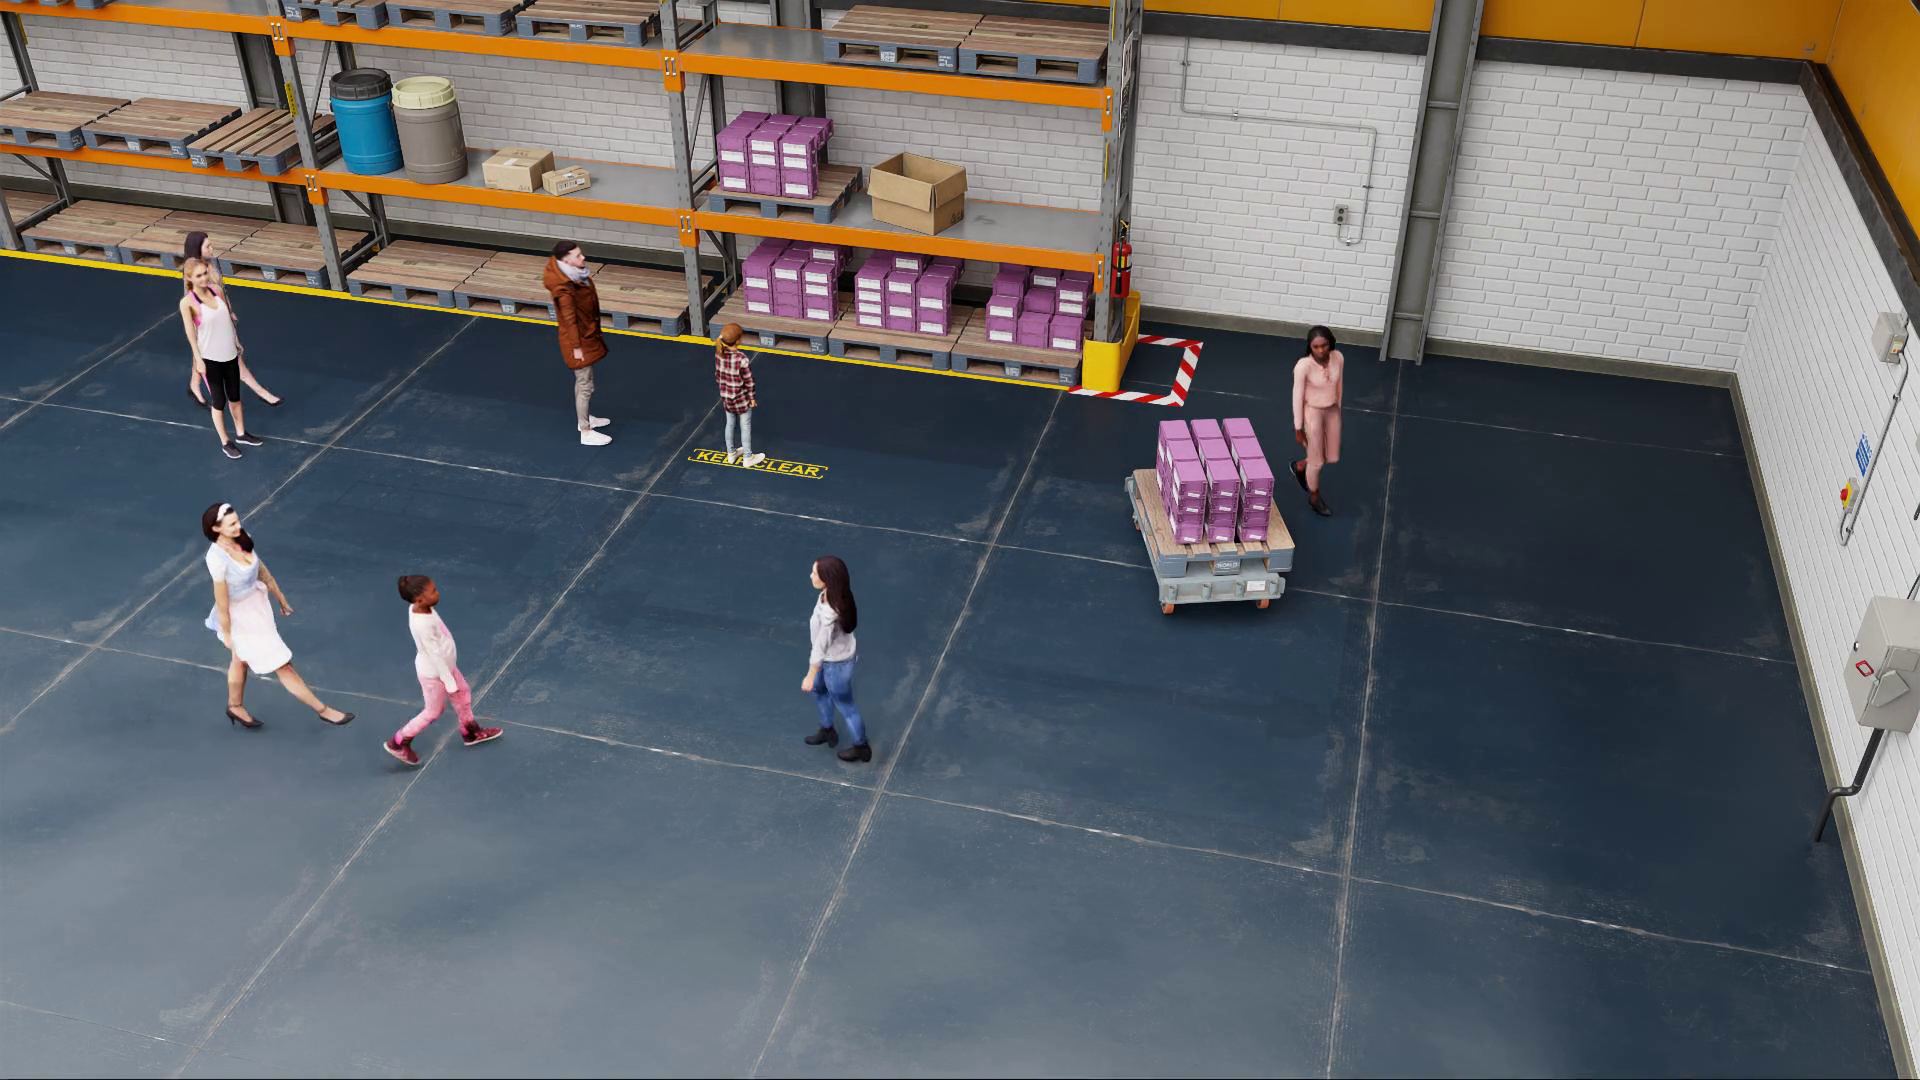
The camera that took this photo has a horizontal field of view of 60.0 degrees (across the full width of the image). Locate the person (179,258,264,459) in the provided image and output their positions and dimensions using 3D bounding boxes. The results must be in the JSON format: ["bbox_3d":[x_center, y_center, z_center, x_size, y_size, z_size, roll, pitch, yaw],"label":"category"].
[{"bbox_3d":[-6.276,-1.556,14.047,0.587,1.786,0.655,16,37,22],"label":"person"}]

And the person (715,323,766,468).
[{"bbox_3d":[-1.883,-1.228,13.988,0.526,1.305,0.649,19,38,26],"label":"person"}]

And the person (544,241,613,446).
[{"bbox_3d":[-3.257,-1.702,14.220,0.858,1.837,0.834,-7,34,-10],"label":"person"}]

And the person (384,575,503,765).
[{"bbox_3d":[-3.462,0.850,10.757,1.041,1.420,0.853,-8,35,-12],"label":"person"}]

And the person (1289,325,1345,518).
[{"bbox_3d":[2.788,-0.972,13.250,0.875,1.695,0.932,-19,38,-26],"label":"person"}]

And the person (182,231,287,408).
[{"bbox_3d":[-6.659,-1.875,14.619,1.188,1.683,0.786,1,34,2],"label":"person"}]

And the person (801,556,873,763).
[{"bbox_3d":[-0.709,0.795,10.665,0.753,1.614,0.685,2,34,3],"label":"person"}]

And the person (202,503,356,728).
[{"bbox_3d":[-4.755,0.544,10.900,1.193,1.772,0.788,2,34,4],"label":"person"}]
